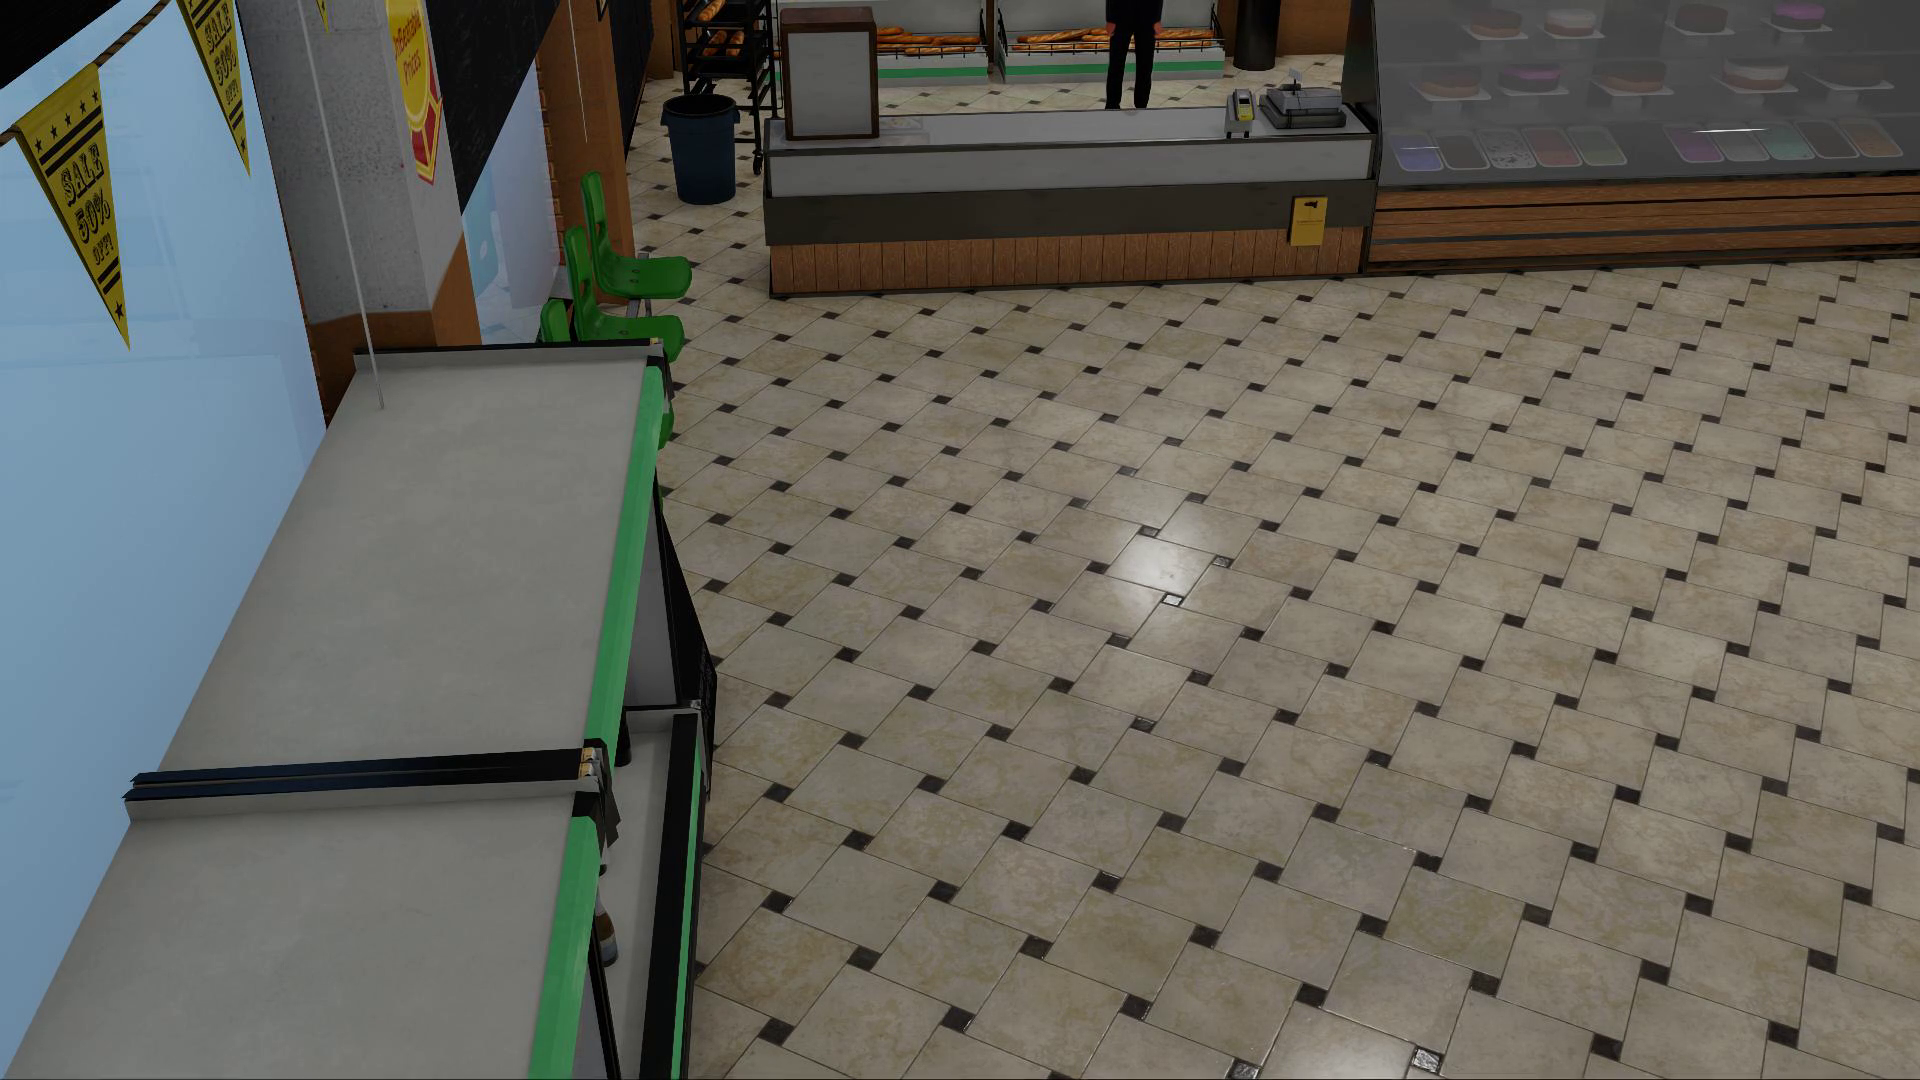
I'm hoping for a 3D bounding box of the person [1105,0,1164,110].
[{"bbox_3d":[1.415,-4.247,13.479,0.614,1.868,0.570,-3,32,-5],"label":"person"}]
